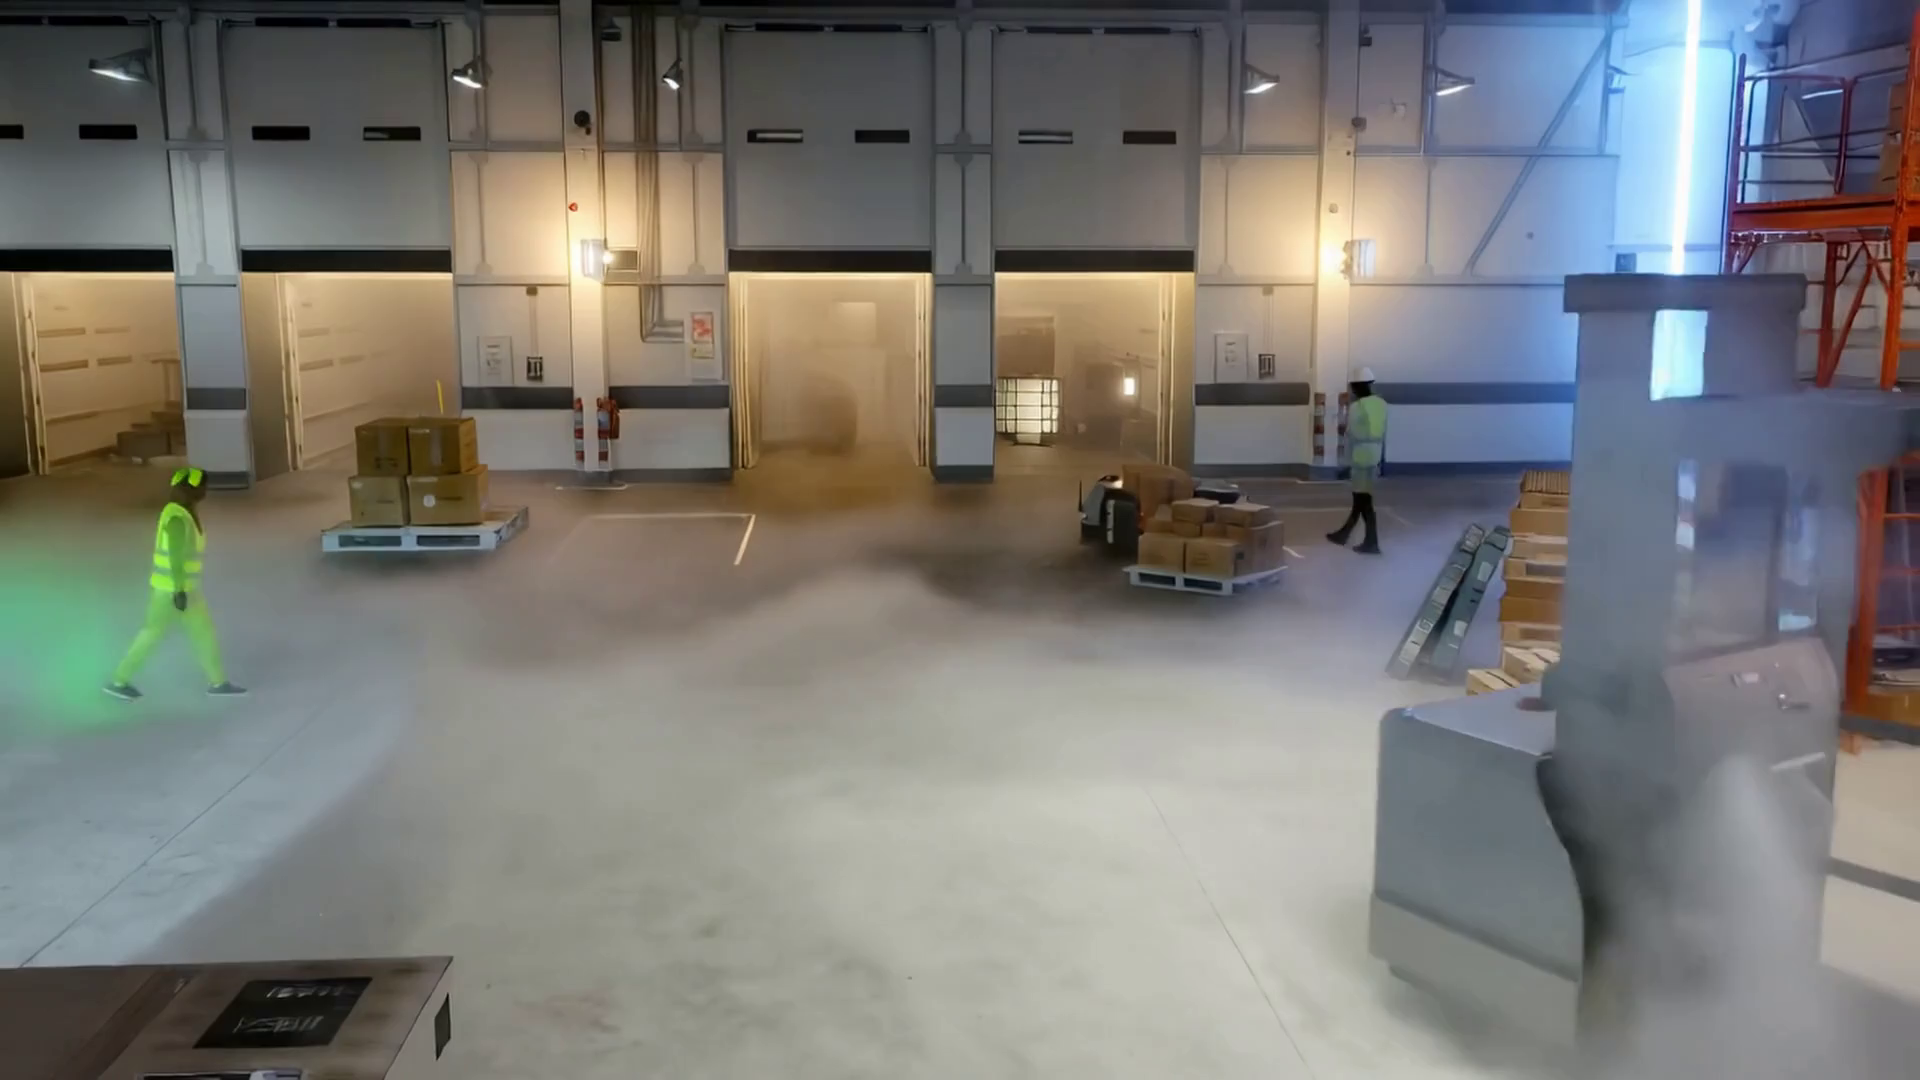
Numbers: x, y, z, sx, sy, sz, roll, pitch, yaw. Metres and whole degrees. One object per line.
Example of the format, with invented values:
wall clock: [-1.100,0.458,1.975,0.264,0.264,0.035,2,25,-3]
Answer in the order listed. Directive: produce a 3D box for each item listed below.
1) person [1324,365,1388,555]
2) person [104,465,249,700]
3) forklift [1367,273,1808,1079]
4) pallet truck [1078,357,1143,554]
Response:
person: [3.989,-0.819,16.911,0.783,1.910,0.572,9,13,44]
person: [-5.258,0.287,11.017,0.862,1.582,0.519,-1,9,-7]
forklift: [2.558,0.426,6.072,1.129,2.768,1.873,-6,11,-32]
pallet truck: [2.088,-0.836,16.757,1.885,1.965,0.823,2,9,13]
